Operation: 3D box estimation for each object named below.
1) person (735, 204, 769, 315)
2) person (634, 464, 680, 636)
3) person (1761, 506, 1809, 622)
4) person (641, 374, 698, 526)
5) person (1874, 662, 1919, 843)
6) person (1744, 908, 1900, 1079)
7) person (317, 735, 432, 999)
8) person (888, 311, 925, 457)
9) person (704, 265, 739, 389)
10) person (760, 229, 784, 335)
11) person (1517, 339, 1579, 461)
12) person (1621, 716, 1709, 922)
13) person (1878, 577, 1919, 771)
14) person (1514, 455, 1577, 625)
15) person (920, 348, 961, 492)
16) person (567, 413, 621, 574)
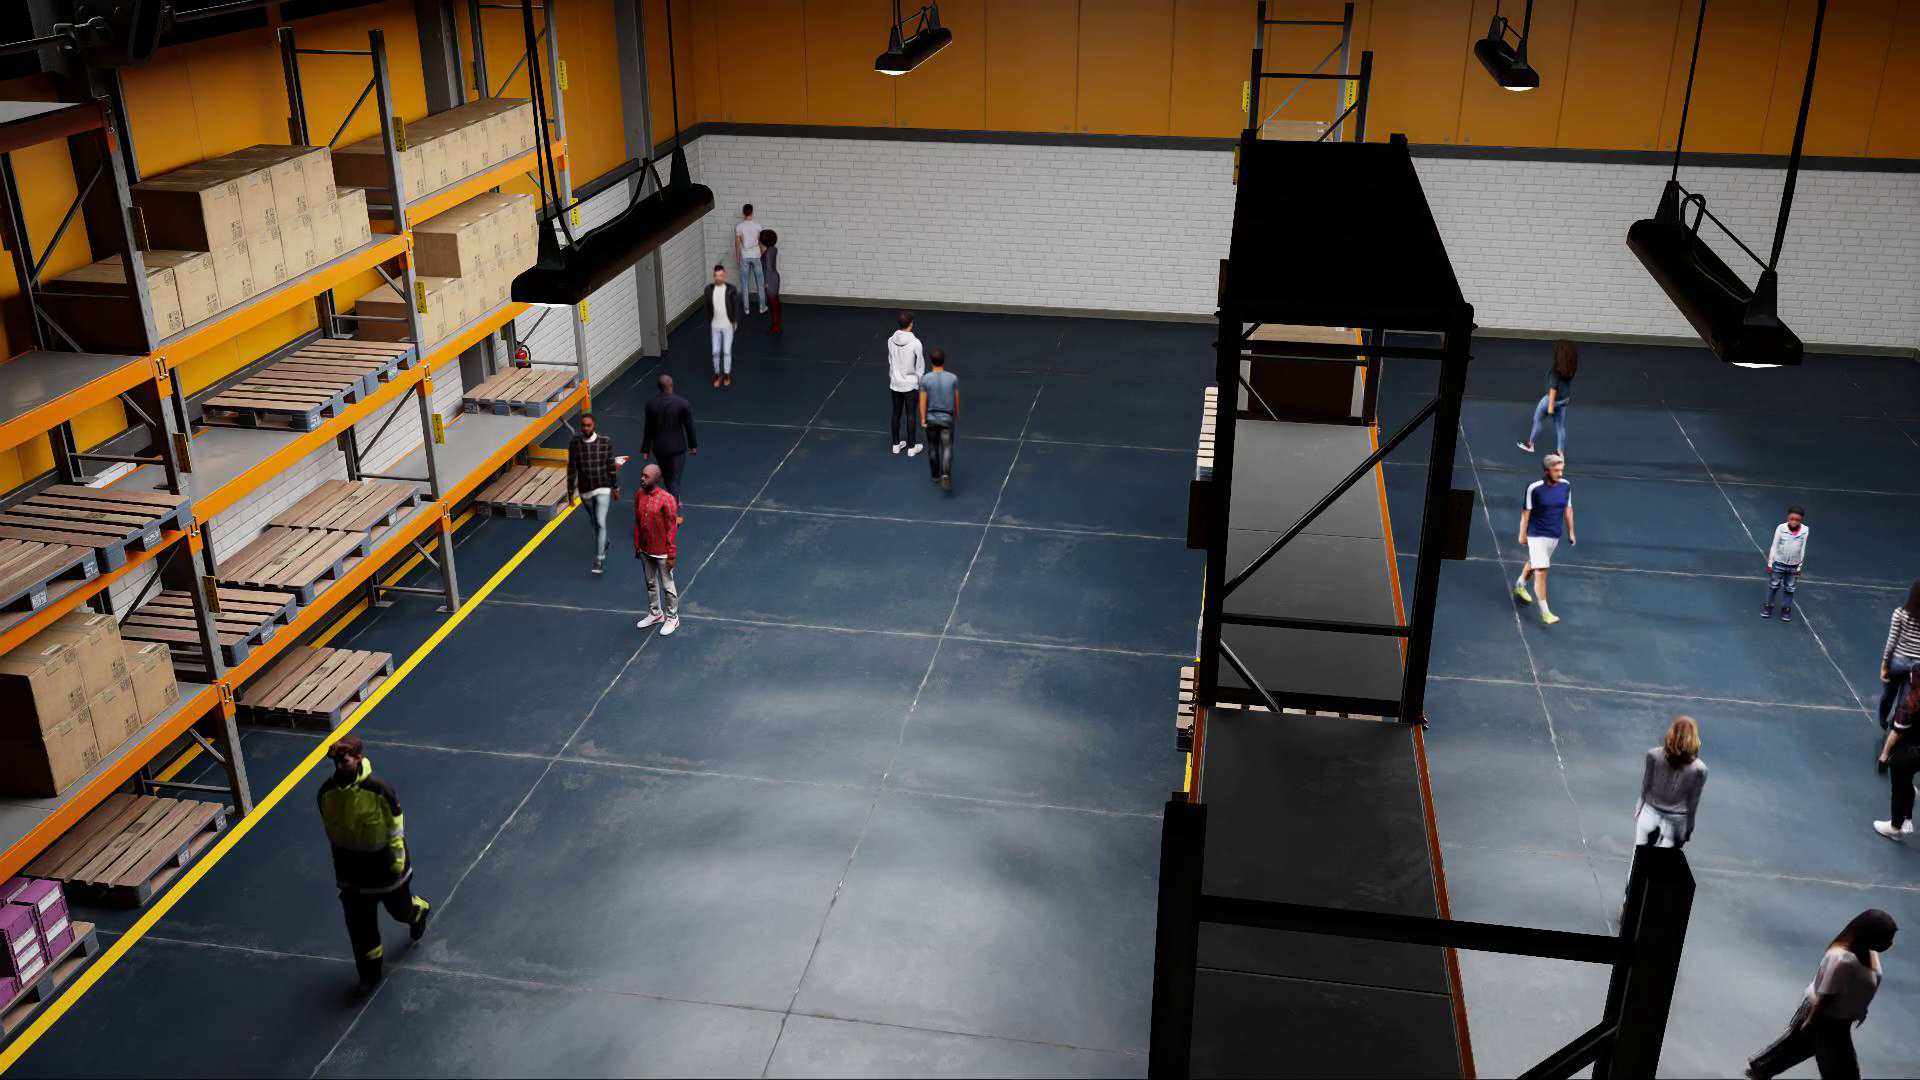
[{"bbox_3d":[-3.541,-4.767,28.158,0.695,1.857,0.614,-1,24,-2],"label":"person"},{"bbox_3d":[-3.127,0.067,17.146,0.750,1.820,0.713,14,27,29],"label":"person"},{"bbox_3d":[8.704,0.220,17.497,0.521,1.258,0.538,10,25,21],"label":"person"},{"bbox_3d":[-3.477,-1.023,19.699,0.808,1.771,1.115,3,24,7],"label":"person"},{"bbox_3d":[7.783,1.765,13.497,0.716,1.630,0.731,-7,25,-16],"label":"person"},{"bbox_3d":[5.494,3.007,10.676,1.227,1.615,1.183,-21,31,-40],"label":"person"},{"bbox_3d":[-4.202,2.248,11.983,0.866,1.958,1.192,1,24,2],"label":"person"},{"bbox_3d":[-0.733,-2.068,21.897,0.715,1.925,0.666,9,25,21],"label":"person"},{"bbox_3d":[-3.504,-3.196,24.608,0.709,1.822,0.679,-1,24,-2],"label":"person"},{"bbox_3d":[-3.059,-4.215,27.079,0.637,1.709,0.440,5,24,11],"label":"person"},{"bbox_3d":[7.844,-1.795,21.690,0.924,1.592,0.990,-15,28,-31],"label":"person"},{"bbox_3d":[5.257,2.131,12.462,0.674,1.790,0.672,16,28,32],"label":"person"},{"bbox_3d":[8.303,1.226,14.594,0.858,1.741,1.202,13,27,27],"label":"person"},{"bbox_3d":[6.093,-0.074,17.508,1.017,1.788,1.282,-7,25,-16],"label":"person"},{"bbox_3d":[-0.237,-1.480,20.729,0.766,1.784,1.095,0,24,0],"label":"person"},{"bbox_3d":[-4.094,-0.585,18.700,0.815,1.769,1.226,1,24,1],"label":"person"}]
